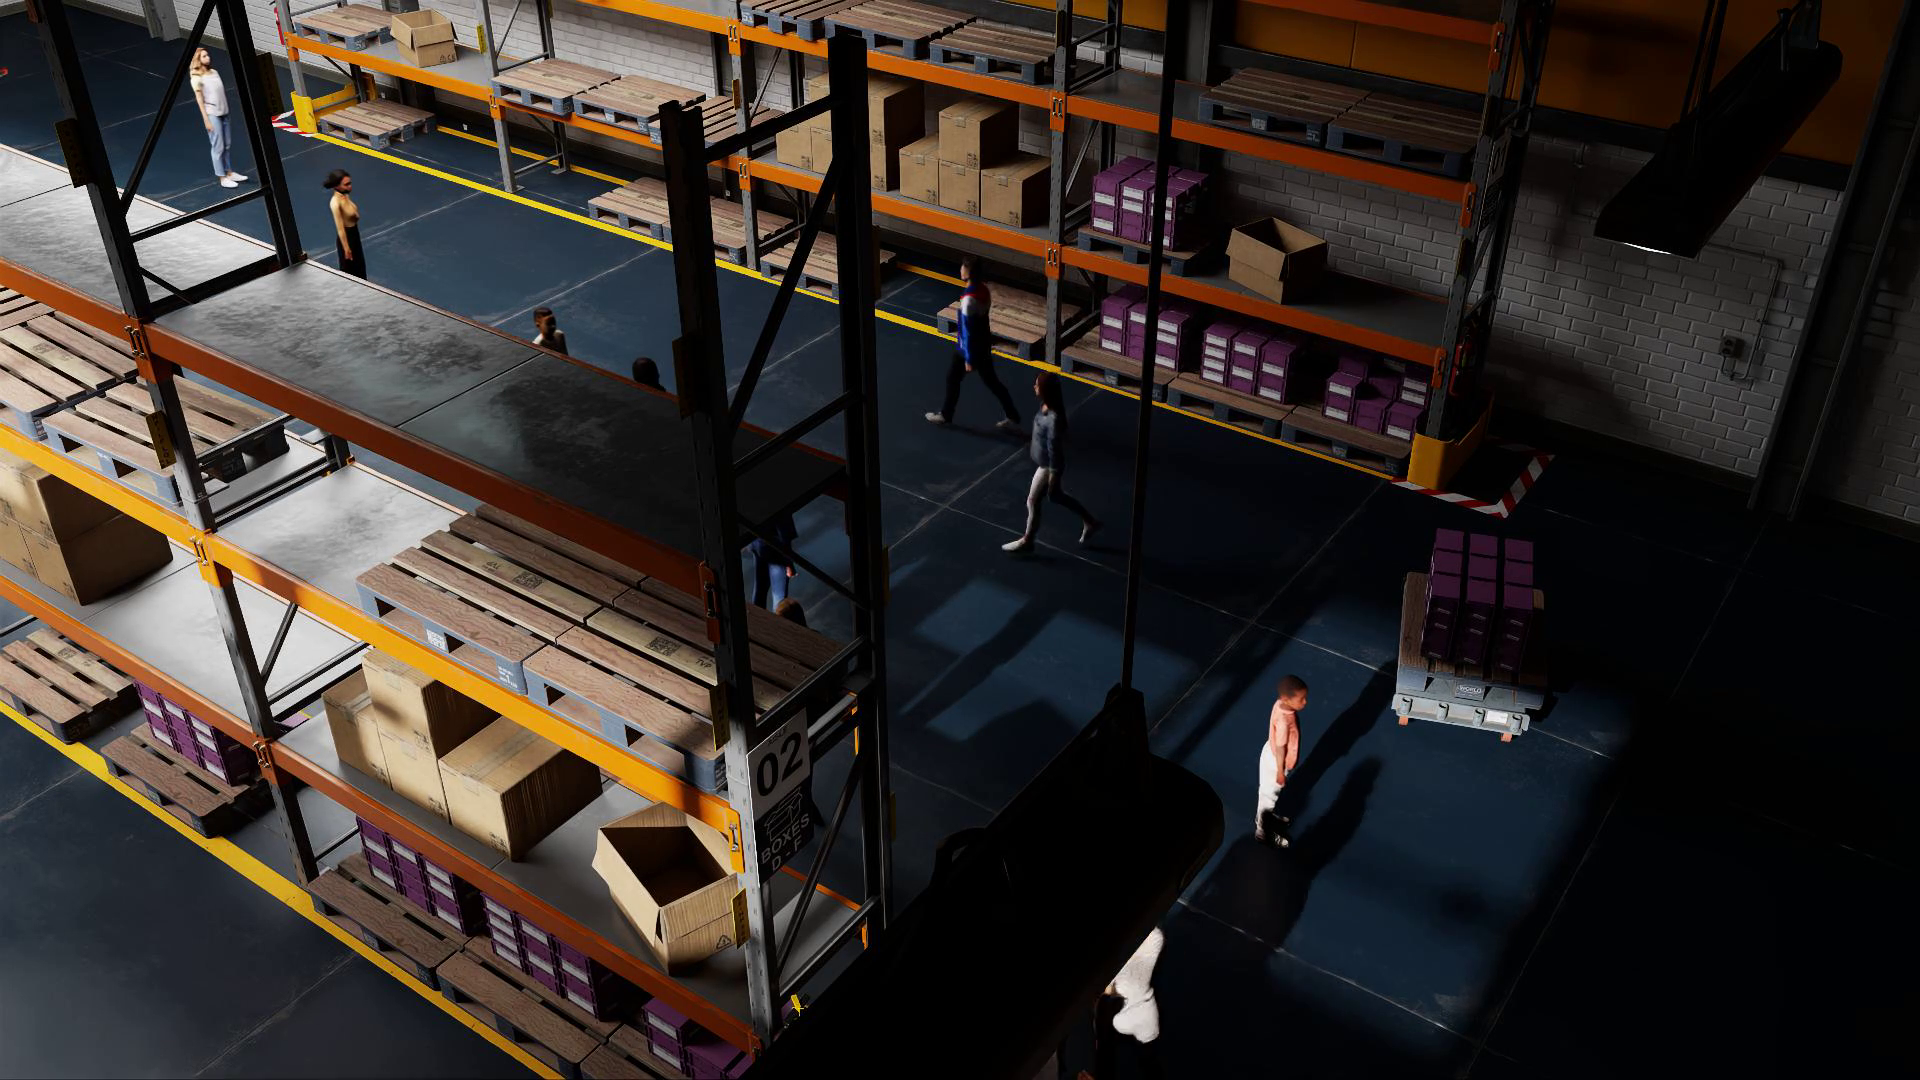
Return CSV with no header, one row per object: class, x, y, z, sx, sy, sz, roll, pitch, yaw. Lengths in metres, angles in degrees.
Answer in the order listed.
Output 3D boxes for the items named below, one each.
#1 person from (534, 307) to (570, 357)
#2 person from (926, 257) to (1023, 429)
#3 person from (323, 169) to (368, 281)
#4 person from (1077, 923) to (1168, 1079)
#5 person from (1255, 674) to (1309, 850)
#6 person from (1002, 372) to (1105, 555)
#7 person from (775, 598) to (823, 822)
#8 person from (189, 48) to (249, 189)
person,-3.685,-1.439,15.076,0.513,1.460,0.545,18,38,25
person,0.212,-1.749,15.310,1.219,1.717,0.799,15,36,21
person,-6.367,-3.078,17.367,0.709,1.653,0.663,-2,34,-3
person,0.943,2.556,8.758,0.924,1.800,1.174,-18,38,-26
person,2.079,1.420,10.910,0.564,1.310,0.548,9,35,13
person,0.820,-0.610,13.634,1.170,1.675,1.029,-1,34,-1
person,-1.081,1.142,10.848,0.688,1.843,0.680,-18,38,-25
person,-9.195,-5.221,20.529,0.692,1.722,0.704,5,34,7
